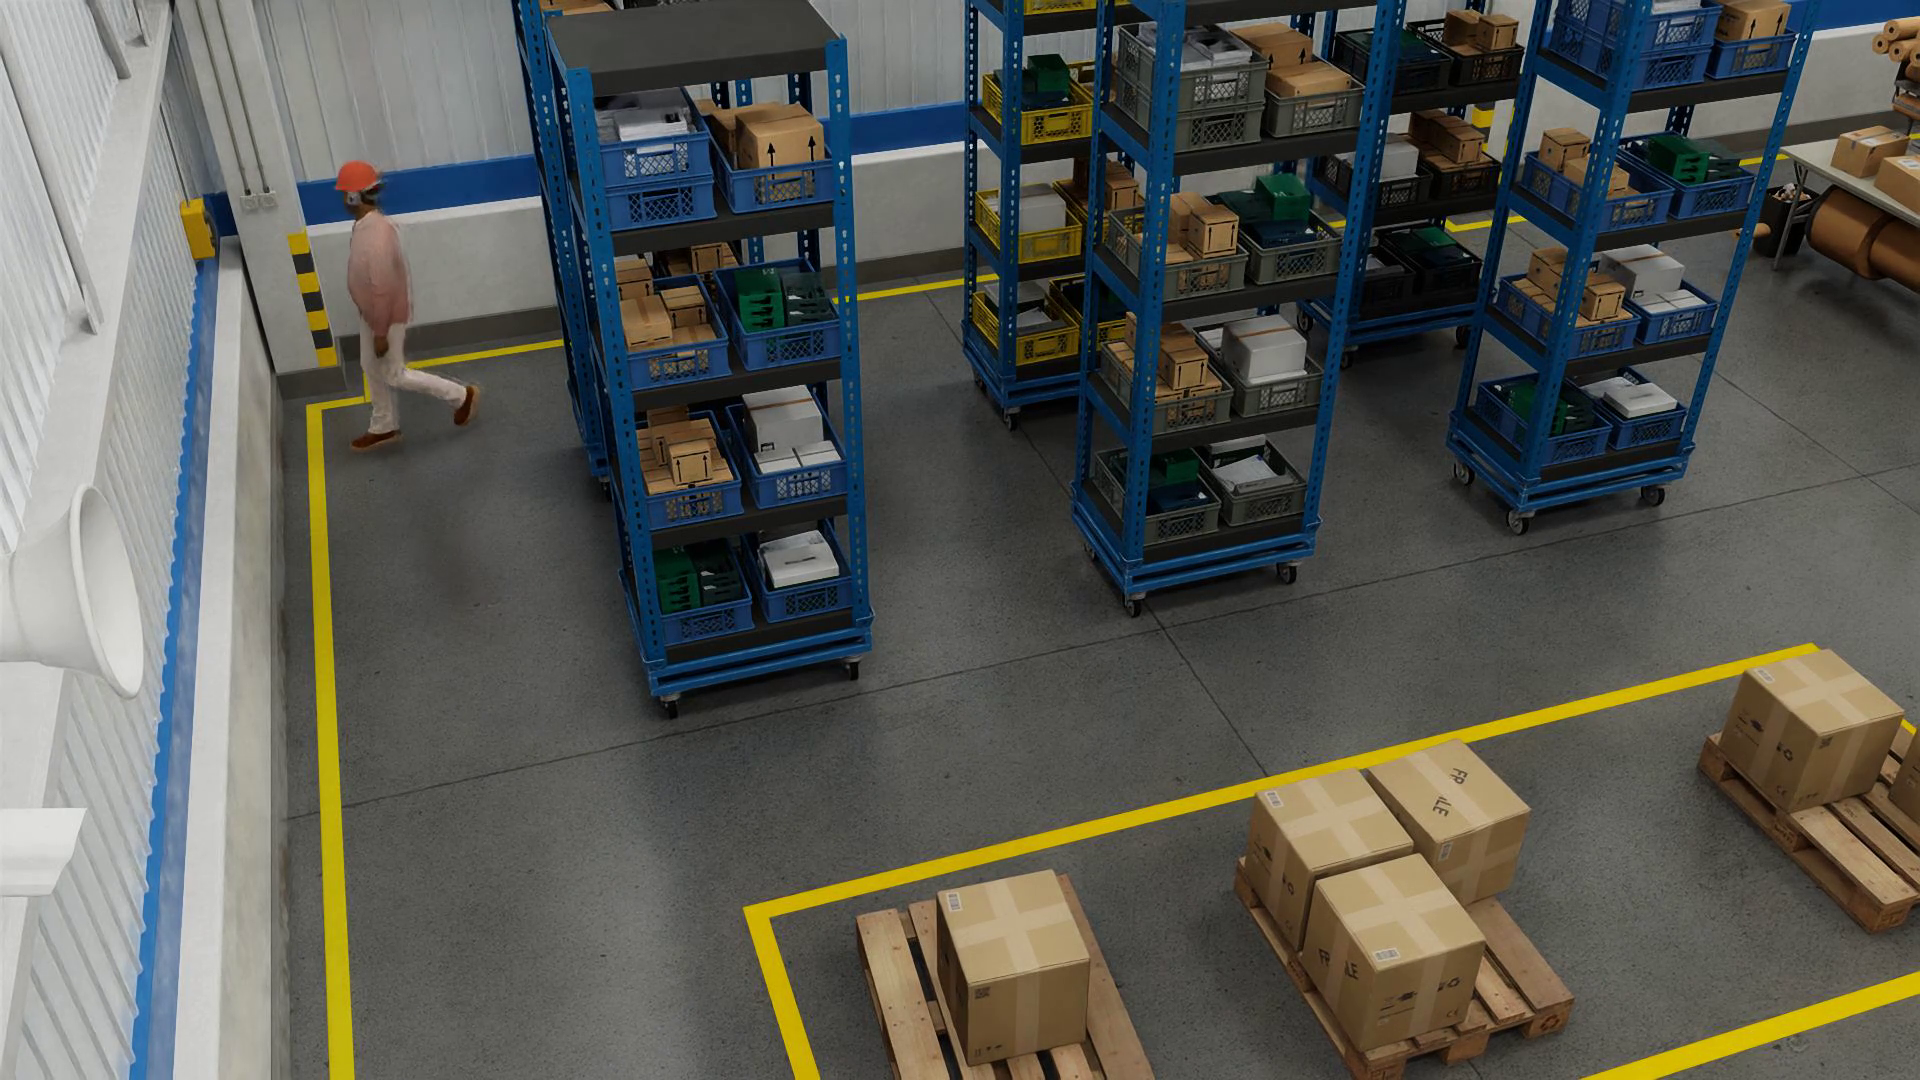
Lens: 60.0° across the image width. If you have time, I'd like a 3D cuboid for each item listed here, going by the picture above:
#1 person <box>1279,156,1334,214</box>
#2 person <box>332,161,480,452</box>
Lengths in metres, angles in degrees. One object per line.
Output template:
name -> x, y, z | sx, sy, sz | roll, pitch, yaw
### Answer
person -> 2.648, -2.717, 12.723 | 0.397, 1.608, 0.556 | -22, 41, -28
person -> -3.669, -1.479, 10.681 | 0.806, 1.953, 0.638 | -17, 39, -23
